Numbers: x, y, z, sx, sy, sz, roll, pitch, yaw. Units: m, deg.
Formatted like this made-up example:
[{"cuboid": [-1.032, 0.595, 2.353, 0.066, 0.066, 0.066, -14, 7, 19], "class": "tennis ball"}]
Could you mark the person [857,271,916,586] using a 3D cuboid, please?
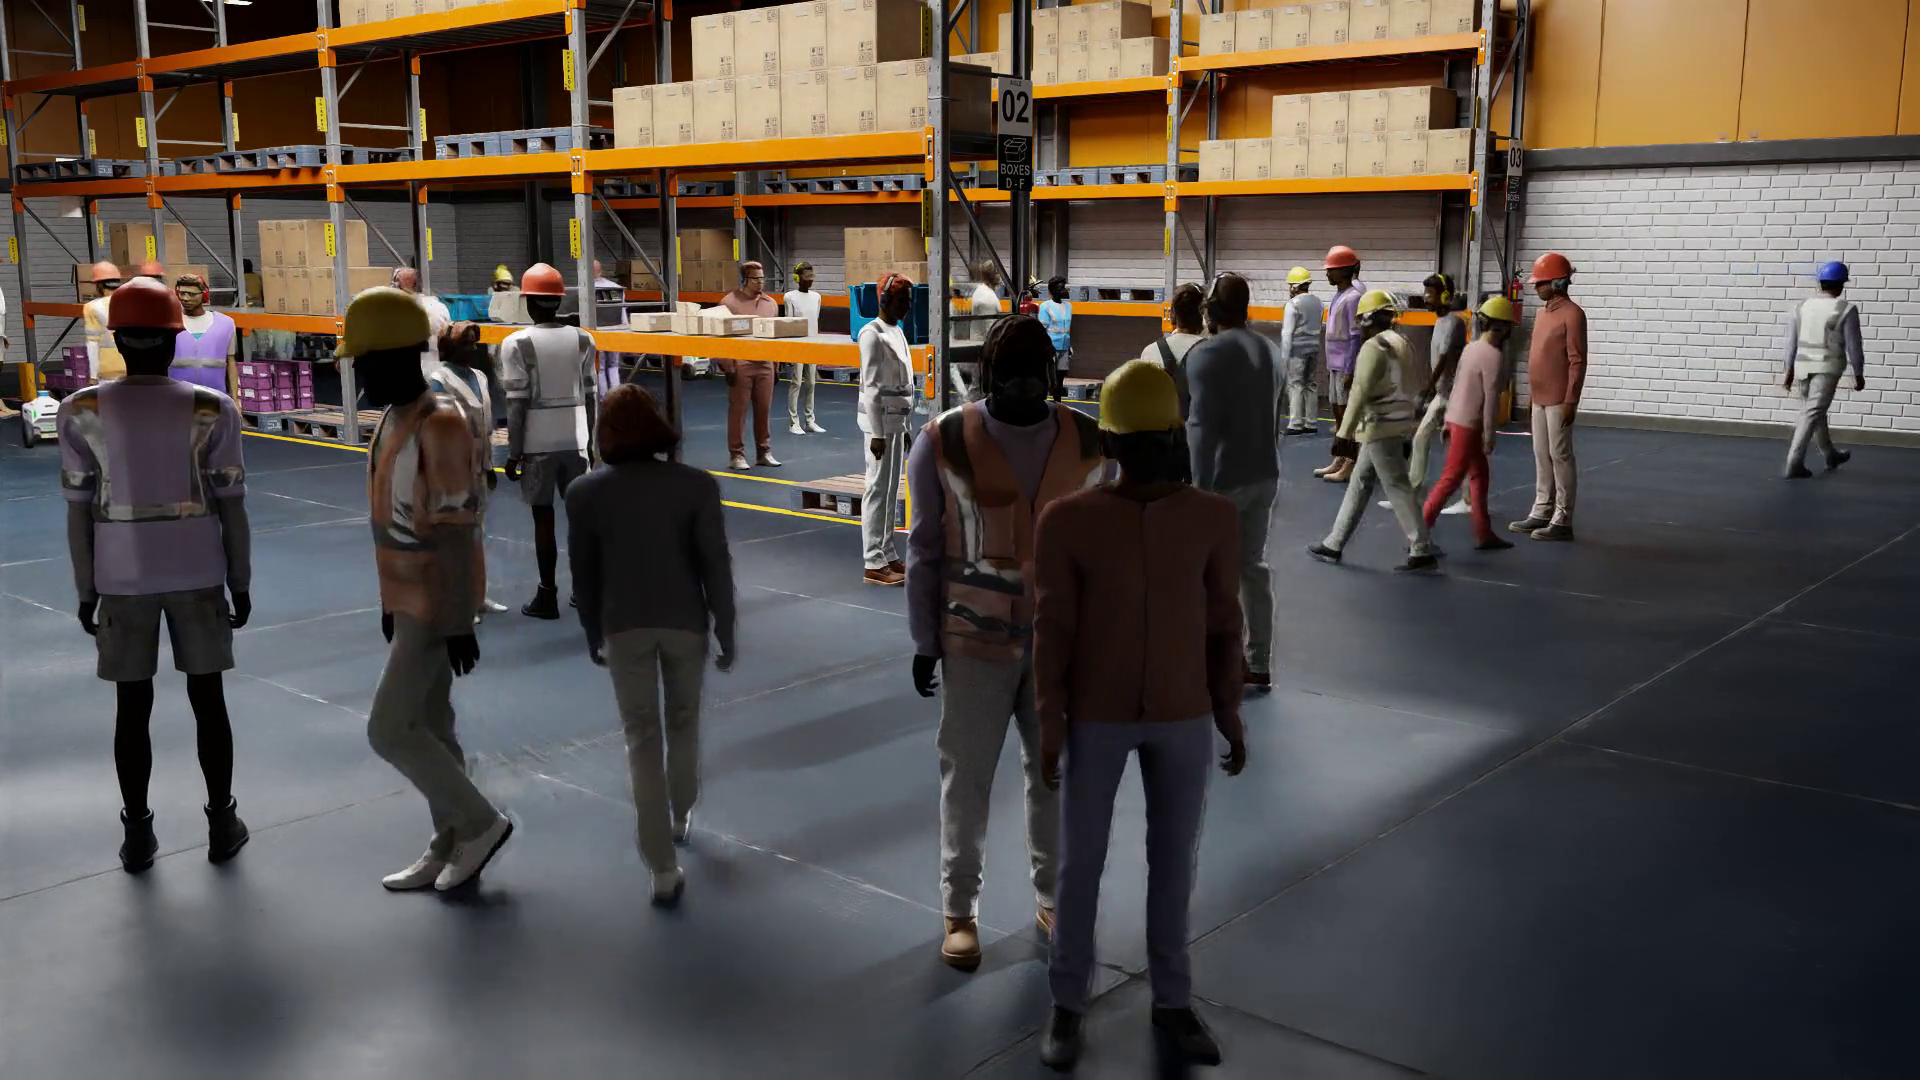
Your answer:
[{"cuboid": [-0.434, -0.675, 10.062, 0.353, 1.887, 0.573, 2, 10, 14], "class": "person"}]

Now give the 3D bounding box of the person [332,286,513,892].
[{"cuboid": [-1.678, 0.182, 5.117, 0.425, 1.904, 0.618, -6, 12, -31], "class": "person"}]

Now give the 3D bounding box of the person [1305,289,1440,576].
[{"cuboid": [2.635, -0.676, 10.433, 0.921, 1.769, 0.692, 6, 11, 29], "class": "person"}]

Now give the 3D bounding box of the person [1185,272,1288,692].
[{"cuboid": [1.236, -0.247, 7.551, 0.700, 1.913, 0.480, -9, 13, -42], "class": "person"}]

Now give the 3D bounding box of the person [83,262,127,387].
[{"cuboid": [-7.480, -1.498, 14.751, 0.702, 1.899, 0.577, 8, 13, 38], "class": "person"}]

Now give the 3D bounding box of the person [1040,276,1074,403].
[{"cuboid": [1.136, -2.276, 19.718, 0.537, 1.695, 0.321, -8, 13, -39], "class": "person"}]

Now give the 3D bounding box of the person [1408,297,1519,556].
[{"cuboid": [3.348, -0.748, 11.005, 0.770, 1.709, 0.539, 0, 10, -1], "class": "person"}]

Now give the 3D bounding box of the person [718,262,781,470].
[{"cuboid": [-1.901, -1.592, 15.266, 0.652, 1.901, 0.400, -8, 13, -38], "class": "person"}]

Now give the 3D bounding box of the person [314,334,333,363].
[{"cuboid": [-11.225, -3.901, 29.237, 0.335, 1.607, 0.516, -2, 10, -11], "class": "person"}]

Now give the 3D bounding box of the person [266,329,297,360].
[{"cuboid": [-8.988, -2.637, 22.011, 0.437, 1.614, 0.503, 2, 10, 12], "class": "person"}]

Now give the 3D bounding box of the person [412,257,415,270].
[{"cuboid": [-10.292, -4.392, 31.277, 0.697, 1.878, 0.371, 6, 12, 31], "class": "person"}]

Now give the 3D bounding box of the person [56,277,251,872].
[{"cuboid": [-2.614, 0.113, 5.461, 0.540, 1.931, 0.382, -4, 11, -23], "class": "person"}]

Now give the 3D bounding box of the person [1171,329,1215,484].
[{"cuboid": [1.975, -1.197, 13.740, 0.523, 1.638, 0.310, 4, 11, 23], "class": "person"}]

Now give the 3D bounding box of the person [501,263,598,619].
[{"cuboid": [-2.245, -0.534, 9.115, 0.545, 1.939, 0.373, -8, 13, -38], "class": "person"}]

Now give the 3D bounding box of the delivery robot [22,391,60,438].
[{"cuboid": [-9.397, -1.291, 17.091, 0.477, 0.478, 0.707, -7, 12, -36], "class": "delivery robot"}]

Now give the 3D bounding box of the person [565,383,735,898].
[{"cuboid": [-0.991, 0.291, 5.382, 0.520, 1.585, 0.796, -2, 10, -10], "class": "person"}]

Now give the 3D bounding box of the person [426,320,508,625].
[{"cuboid": [-2.695, -0.371, 9.034, 0.308, 1.641, 0.514, 2, 10, 12], "class": "person"}]

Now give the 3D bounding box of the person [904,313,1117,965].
[{"cuboid": [0.159, 0.284, 4.729, 0.633, 1.843, 0.429, -2, 10, -13], "class": "person"}]

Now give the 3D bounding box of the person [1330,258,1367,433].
[{"cuboid": [4.282, -2.139, 18.252, 0.354, 1.937, 0.635, 4, 11, 23], "class": "person"}]

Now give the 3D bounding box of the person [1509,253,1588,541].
[{"cuboid": [4.107, -0.990, 11.574, 0.404, 1.983, 0.616, -1, 10, -6], "class": "person"}]

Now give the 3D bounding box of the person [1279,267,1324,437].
[{"cuboid": [3.649, -2.012, 17.865, 0.593, 1.826, 0.404, -9, 13, -41], "class": "person"}]

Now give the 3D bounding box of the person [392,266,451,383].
[{"cuboid": [-4.568, -1.362, 14.004, 0.647, 1.876, 0.888, -7, 12, -36], "class": "person"}]

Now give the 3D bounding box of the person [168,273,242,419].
[{"cuboid": [-5.589, -1.030, 12.221, 0.564, 1.839, 0.395, -6, 12, -31], "class": "person"}]

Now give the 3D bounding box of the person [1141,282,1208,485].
[{"cuboid": [1.187, -0.425, 8.756, 0.517, 1.843, 0.326, 5, 11, 27], "class": "person"}]

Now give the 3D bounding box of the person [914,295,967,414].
[{"cuboid": [-0.212, -2.346, 20.114, 0.492, 1.701, 0.917, -10, 14, -44], "class": "person"}]

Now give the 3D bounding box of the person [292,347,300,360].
[{"cuboid": [-10.979, -3.765, 27.215, 0.721, 2.000, 0.800, 4, 11, 20], "class": "person"}]

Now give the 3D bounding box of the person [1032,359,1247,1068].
[{"cuboid": [0.437, 0.441, 4.082, 0.556, 1.757, 0.339, -1, 10, -7], "class": "person"}]

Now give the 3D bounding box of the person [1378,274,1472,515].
[{"cuboid": [3.578, -1.078, 12.547, 0.862, 1.821, 0.508, 0, 10, 0], "class": "person"}]

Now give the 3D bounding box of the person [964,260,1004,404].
[{"cuboid": [0.418, -1.929, 17.154, 0.901, 1.900, 0.646, 0, 10, 1], "class": "person"}]

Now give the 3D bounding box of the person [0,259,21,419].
[{"cuboid": [-11.505, -2.465, 19.811, 0.376, 2.043, 0.609, -2, 10, -12], "class": "person"}]

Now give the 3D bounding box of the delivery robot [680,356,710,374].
[{"cuboid": [-4.179, -2.782, 25.582, 0.707, 0.478, 0.477, 9, 13, 42], "class": "delivery robot"}]

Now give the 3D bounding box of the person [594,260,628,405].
[{"cuboid": [-4.325, -2.415, 19.969, 0.674, 1.884, 0.442, -5, 11, -26], "class": "person"}]

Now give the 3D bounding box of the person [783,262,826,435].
[{"cuboid": [-1.685, -2.077, 18.110, 0.328, 1.867, 0.513, 10, 14, 44], "class": "person"}]

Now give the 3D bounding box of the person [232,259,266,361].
[{"cuboid": [-12.398, -3.974, 29.013, 0.429, 1.837, 0.646, 6, 12, 31], "class": "person"}]

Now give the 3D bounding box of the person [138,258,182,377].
[{"cuboid": [-8.396, -1.990, 17.459, 0.544, 1.922, 0.732, -9, 14, -42], "class": "person"}]

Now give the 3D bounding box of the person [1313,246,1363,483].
[{"cuboid": [3.284, -1.514, 14.403, 0.395, 2.038, 0.615, 0, 10, -2], "class": "person"}]

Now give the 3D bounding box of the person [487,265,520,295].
[{"cuboid": [-7.101, -3.405, 25.958, 0.532, 1.765, 0.328, -5, 11, -27], "class": "person"}]

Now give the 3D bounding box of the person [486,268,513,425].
[{"cuboid": [-5.059, -2.162, 18.799, 0.662, 1.806, 0.631, 5, 11, 26], "class": "person"}]

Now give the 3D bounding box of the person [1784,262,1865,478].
[{"cuboid": [7.713, -1.512, 14.788, 1.021, 1.888, 0.617, -4, 11, -24], "class": "person"}]
